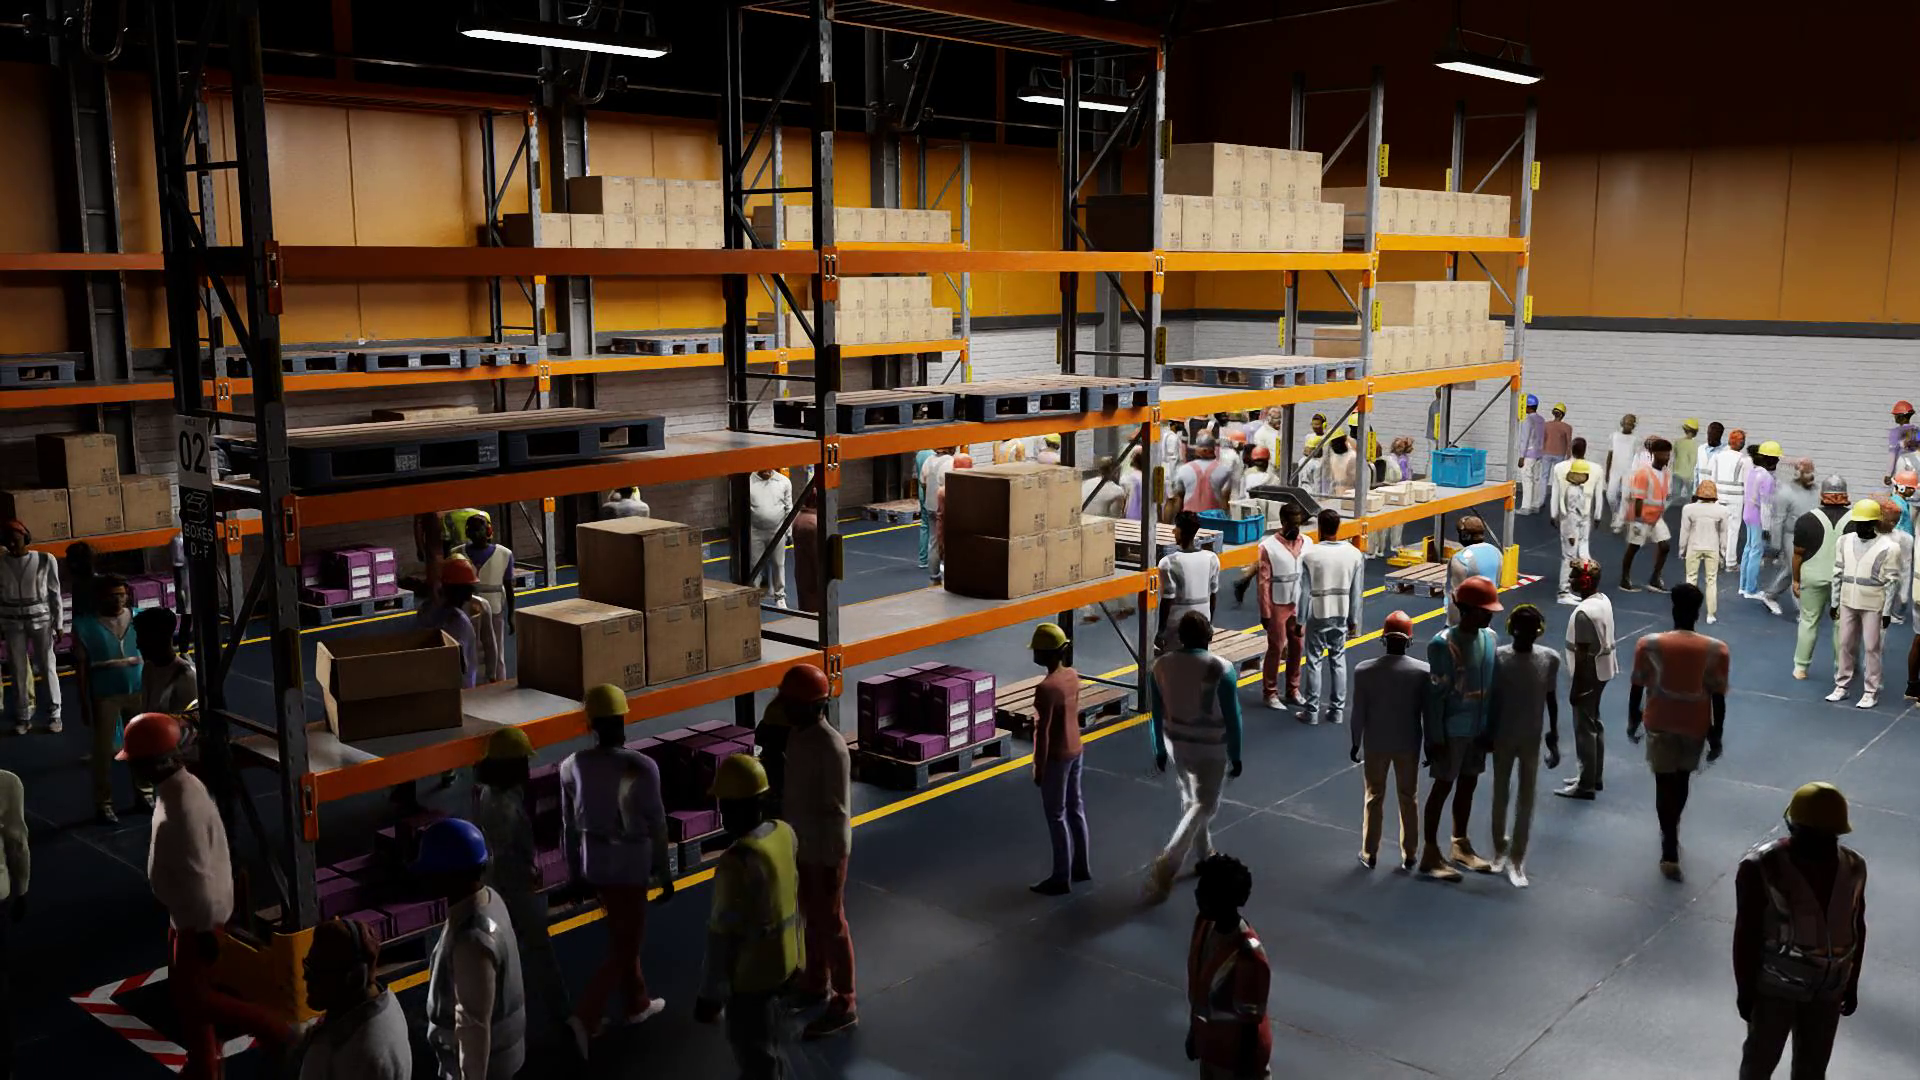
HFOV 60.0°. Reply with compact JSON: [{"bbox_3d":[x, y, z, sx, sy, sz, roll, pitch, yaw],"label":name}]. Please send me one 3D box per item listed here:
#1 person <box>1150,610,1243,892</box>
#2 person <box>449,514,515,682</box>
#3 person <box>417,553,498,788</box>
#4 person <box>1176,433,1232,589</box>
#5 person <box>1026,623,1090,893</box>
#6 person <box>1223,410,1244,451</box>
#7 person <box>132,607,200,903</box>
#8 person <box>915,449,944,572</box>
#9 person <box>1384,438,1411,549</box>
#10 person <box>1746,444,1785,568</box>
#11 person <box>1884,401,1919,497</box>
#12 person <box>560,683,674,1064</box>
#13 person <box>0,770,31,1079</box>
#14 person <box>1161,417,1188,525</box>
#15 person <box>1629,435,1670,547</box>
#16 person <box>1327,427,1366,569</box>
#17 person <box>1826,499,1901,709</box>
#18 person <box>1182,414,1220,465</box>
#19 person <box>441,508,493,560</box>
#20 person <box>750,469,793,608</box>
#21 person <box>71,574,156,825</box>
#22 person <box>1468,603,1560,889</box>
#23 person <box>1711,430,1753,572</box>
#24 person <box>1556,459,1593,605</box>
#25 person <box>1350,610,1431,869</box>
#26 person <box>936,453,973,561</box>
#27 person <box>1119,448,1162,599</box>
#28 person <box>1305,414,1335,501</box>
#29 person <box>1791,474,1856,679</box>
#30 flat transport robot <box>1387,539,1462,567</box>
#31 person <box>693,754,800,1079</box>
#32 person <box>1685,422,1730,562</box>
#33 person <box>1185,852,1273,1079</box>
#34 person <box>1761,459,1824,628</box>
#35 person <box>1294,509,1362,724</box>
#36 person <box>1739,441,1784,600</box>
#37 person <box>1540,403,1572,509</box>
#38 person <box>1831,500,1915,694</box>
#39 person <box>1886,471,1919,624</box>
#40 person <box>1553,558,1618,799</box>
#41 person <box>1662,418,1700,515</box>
[{"bbox_3d":[1.494,1.369,10.797,0.638,1.814,0.815,8,13,41],"label":"person"},{"bbox_3d":[-4.256,0.672,14.846,0.563,1.847,0.393,-1,10,-7],"label":"person"},{"bbox_3d":[-3.866,1.011,12.869,0.593,1.833,0.404,-1,10,-3],"label":"person"},{"bbox_3d":[2.957,-0.328,20.245,0.685,2.000,1.007,3,10,16],"label":"person"},{"bbox_3d":[0.611,1.402,10.791,0.381,1.756,0.537,5,11,29],"label":"person"},{"bbox_3d":[4.491,-1.365,27.362,0.492,1.731,0.324,4,10,23],"label":"person"},{"bbox_3d":[-4.899,1.368,10.382,0.605,1.957,0.391,8,13,41],"label":"person"},{"bbox_3d":[-0.330,-0.528,21.878,0.398,1.899,0.649,-5,11,-28],"label":"person"},{"bbox_3d":[6.055,-0.621,23.235,0.531,1.624,0.377,-5,11,-27],"label":"person"},{"bbox_3d":[10.698,-0.445,22.071,0.581,1.659,0.551,5,11,28],"label":"person"},{"bbox_3d":[13.805,-1.023,24.440,0.604,2.034,0.417,-5,11,-27],"label":"person"},{"bbox_3d":[-1.823,1.701,8.575,0.608,1.894,0.825,5,11,26],"label":"person"},{"bbox_3d":[-4.919,1.745,8.191,0.617,1.948,1.033,-5,11,-29],"label":"person"},{"bbox_3d":[3.130,-0.953,24.329,0.389,1.925,0.549,0,10,2],"label":"person"},{"bbox_3d":[9.852,-0.705,23.739,0.514,1.623,0.469,8,12,38],"label":"person"},{"bbox_3d":[5.130,-0.550,22.057,0.435,1.877,0.633,-6,11,-30],"label":"person"},{"bbox_3d":[8.246,0.577,15.216,0.391,1.920,0.587,-6,11,-31],"label":"person"},{"bbox_3d":[3.690,-1.193,25.453,0.613,2.031,0.410,5,11,29],"label":"person"},{"bbox_3d":[-5.316,0.225,17.965,0.541,1.695,0.316,-3,10,-15],"label":"person"},{"bbox_3d":[-2.250,-0.095,19.280,0.644,1.900,0.399,-2,10,-12],"label":"person"},{"bbox_3d":[-6.139,1.139,12.119,0.386,1.834,0.561,8,13,41],"label":"person"},{"bbox_3d":[3.649,1.329,10.918,0.592,1.849,0.513,2,10,11],"label":"person"},{"bbox_3d":[10.120,-0.515,21.866,0.342,1.879,0.577,-6,11,-31],"label":"person"},{"bbox_3d":[7.319,-0.101,19.802,0.323,1.737,0.493,4,10,24],"label":"person"},{"bbox_3d":[2.900,1.337,11.159,0.574,1.749,0.333,1,10,7],"label":"person"},{"bbox_3d":[0.045,0.030,18.277,0.614,1.987,0.408,0,10,-1],"label":"person"},{"bbox_3d":[2.183,-0.199,20.112,0.526,1.825,0.538,1,10,5],"label":"person"},{"bbox_3d":[5.234,-0.921,24.313,0.534,1.864,0.310,8,12,38],"label":"person"},{"bbox_3d":[8.432,0.360,16.137,0.680,2.000,0.535,5,11,26],"label":"person"},{"bbox_3d":[6.416,0.183,22.464,0.652,0.197,1.431,9,13,42],"label":"flat transport robot"},{"bbox_3d":[-0.979,1.888,7.427,0.576,1.908,0.586,3,10,17],"label":"person"},{"bbox_3d":[10.191,-0.646,22.504,0.398,1.920,0.588,-5,11,-28],"label":"person"},{"bbox_3d":[1.102,2.097,6.835,0.323,1.692,0.534,-2,10,-14],"label":"person"},{"bbox_3d":[9.476,-0.006,18.845,0.641,1.870,0.957,-4,10,-21],"label":"person"},{"bbox_3d":[3.234,0.679,14.636,0.597,1.909,0.405,-3,10,-15],"label":"person"},{"bbox_3d":[9.668,-0.237,20.068,0.397,1.920,0.586,2,10,10],"label":"person"},{"bbox_3d":[9.824,-1.387,27.430,0.535,1.753,0.341,7,12,36],"label":"person"},{"bbox_3d":[8.716,0.509,15.904,0.648,1.827,1.005,5,11,28],"label":"person"},{"bbox_3d":[10.557,0.080,18.723,0.355,1.736,0.575,5,11,26],"label":"person"},{"bbox_3d":[4.786,1.050,12.639,0.385,1.837,0.561,6,11,31],"label":"person"},{"bbox_3d":[10.833,-0.970,25.000,0.749,1.736,0.524,-3,10,-17],"label":"person"}]
